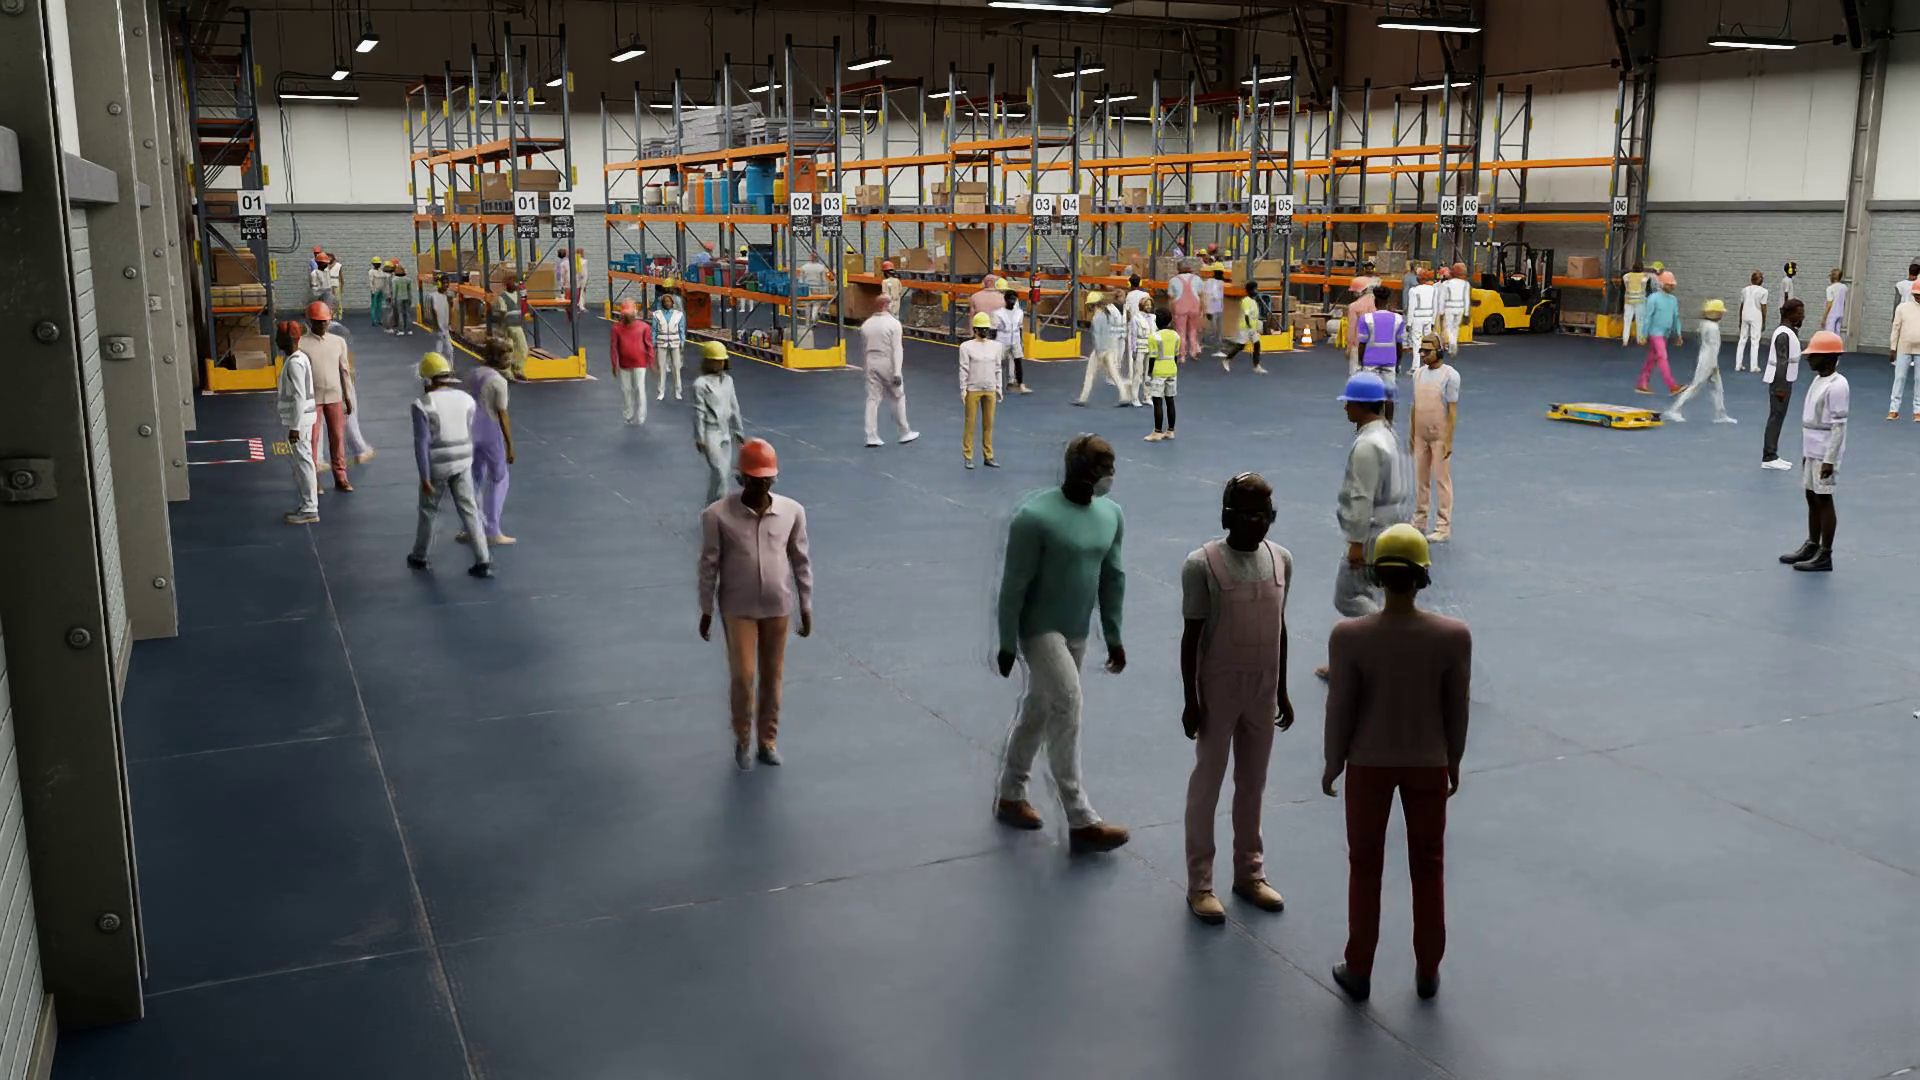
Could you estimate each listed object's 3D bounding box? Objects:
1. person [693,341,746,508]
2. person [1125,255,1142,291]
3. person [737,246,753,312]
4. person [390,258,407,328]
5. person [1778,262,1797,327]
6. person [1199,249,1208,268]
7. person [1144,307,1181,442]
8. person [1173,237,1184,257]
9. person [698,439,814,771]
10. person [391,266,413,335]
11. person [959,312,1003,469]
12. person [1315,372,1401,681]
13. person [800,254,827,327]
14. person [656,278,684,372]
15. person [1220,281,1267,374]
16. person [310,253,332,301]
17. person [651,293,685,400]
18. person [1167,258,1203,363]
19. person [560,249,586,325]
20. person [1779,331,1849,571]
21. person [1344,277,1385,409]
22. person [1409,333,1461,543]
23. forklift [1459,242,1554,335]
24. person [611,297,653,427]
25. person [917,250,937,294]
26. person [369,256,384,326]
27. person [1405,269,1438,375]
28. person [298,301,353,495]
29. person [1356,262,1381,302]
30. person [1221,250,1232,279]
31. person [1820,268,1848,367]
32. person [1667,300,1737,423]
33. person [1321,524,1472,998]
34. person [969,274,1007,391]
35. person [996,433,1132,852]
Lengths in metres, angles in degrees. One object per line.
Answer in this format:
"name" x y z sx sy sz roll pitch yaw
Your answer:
"person" -2.177 -0.945 15.135 0.363 1.732 0.528 6 13 27
"person" 4.911 -7.199 46.974 0.560 1.703 0.901 0 11 -2
"person" -6.243 -7.569 48.307 0.586 1.919 0.379 -4 12 -20
"person" -14.185 -6.219 41.865 0.572 1.751 0.329 5 12 23
"person" 16.938 -4.744 34.063 0.323 1.876 0.528 4 12 21
"person" 7.542 -8.174 51.775 0.327 1.767 0.533 4 12 19
"person" 2.549 -2.081 20.985 0.534 1.697 0.318 -10 15 -40
"person" 7.587 -9.324 56.912 0.613 2.043 0.374 -5 12 -23
"person" -1.040 0.339 8.582 0.597 1.733 0.479 -5 12 -22
"person" -13.203 -5.665 39.358 0.276 1.631 0.507 10 15 42
"person" 0.242 -1.689 18.814 0.531 1.768 0.311 -5 12 -23
"person" 2.489 -0.045 10.032 0.556 1.936 0.631 4 12 20
"person" -3.730 -6.317 42.091 0.716 1.866 0.710 2 11 12
"person" -5.281 -3.944 30.459 0.480 1.702 0.916 5 12 24
"person" 5.121 -3.823 29.897 0.780 1.670 0.535 7 13 31
"person" -13.574 -5.102 35.503 0.420 2.035 0.601 3 11 13
"person" -4.511 -2.989 25.739 0.514 1.643 0.307 -2 11 -9
"person" 4.337 -4.457 32.180 0.699 2.000 0.636 -1 11 -4
"person" -9.931 -6.513 42.764 0.652 1.980 0.468 -3 12 -16
"person" 6.915 -0.711 13.405 0.379 1.937 0.547 2 11 10
"person" 5.924 -2.860 24.323 0.751 1.956 0.526 -7 13 -32
"person" 4.149 -0.900 14.631 0.342 1.840 0.502 -7 13 -33
"forklift" 13.047 -6.049 39.881 2.313 2.155 1.214 -5 12 -23
"person" -4.442 -2.401 22.508 0.578 1.755 0.385 1 11 4
"person" -0.873 -6.796 44.453 0.670 1.896 0.418 -4 12 -21
"person" -14.881 -6.353 42.517 0.324 1.769 0.523 4 12 18
"person" 8.218 -3.875 29.628 0.573 1.883 0.356 -4 12 -17
"person" -6.548 -1.459 17.090 0.619 1.985 0.407 -10 15 -42
"person" 8.506 -4.874 34.742 0.510 1.870 0.328 3 12 16
"person" 8.037 -7.840 50.082 0.527 1.765 0.329 -4 12 -21
"person" 16.369 -4.165 31.198 0.508 1.846 0.345 -6 12 -26
"person" 10.253 -2.457 22.879 0.888 1.702 0.498 4 12 18
"person" 1.589 0.816 6.099 0.523 1.763 0.329 1 11 3
"person" 0.472 -3.319 26.798 0.642 1.900 0.397 2 11 8
"person" 0.503 0.455 7.602 0.896 1.887 0.658 10 15 42
